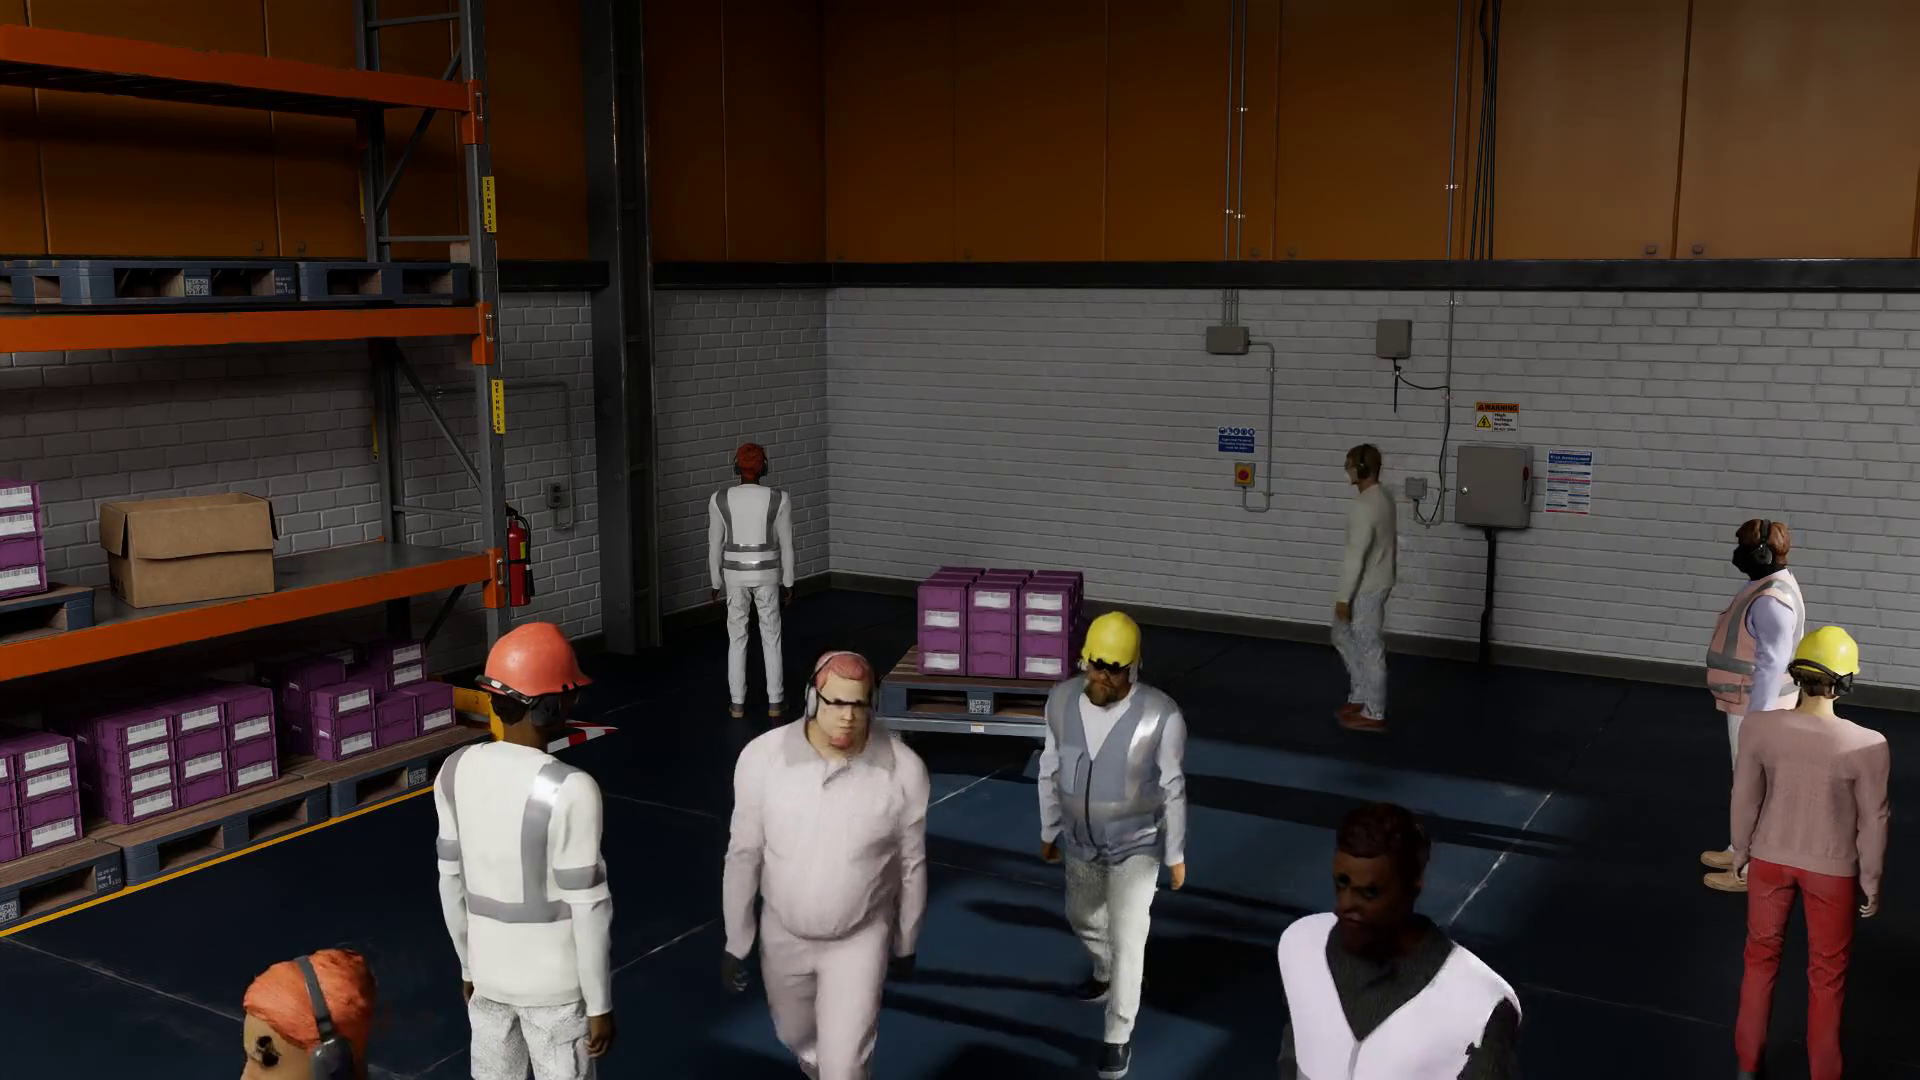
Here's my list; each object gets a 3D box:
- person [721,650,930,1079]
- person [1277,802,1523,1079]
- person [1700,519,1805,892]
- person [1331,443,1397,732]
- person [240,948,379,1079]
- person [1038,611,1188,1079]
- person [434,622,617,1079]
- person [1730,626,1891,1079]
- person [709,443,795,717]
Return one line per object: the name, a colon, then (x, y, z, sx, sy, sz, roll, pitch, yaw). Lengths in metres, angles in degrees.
person: (-0.420, 1.245, 5.414, 0.642, 1.866, 0.945, 1, 9, 6)
person: (0.925, 1.503, 3.687, 0.594, 1.905, 0.459, 8, 12, 42)
person: (3.899, 0.807, 8.202, 0.429, 1.842, 0.633, 4, 10, 23)
person: (2.615, 0.319, 10.990, 0.544, 1.921, 0.660, 4, 10, 25)
person: (-1.020, 1.623, 3.047, 0.602, 1.871, 0.492, 8, 12, 42)
person: (0.627, 1.115, 6.461, 0.616, 1.800, 0.721, 6, 11, 33)
person: (-1.225, 1.246, 4.838, 0.610, 2.043, 0.397, 6, 11, 32)
person: (3.092, 1.185, 6.079, 0.528, 1.767, 0.329, 9, 13, 44)
person: (-1.418, 0.278, 11.375, 0.585, 1.882, 0.337, 0, 9, -3)
